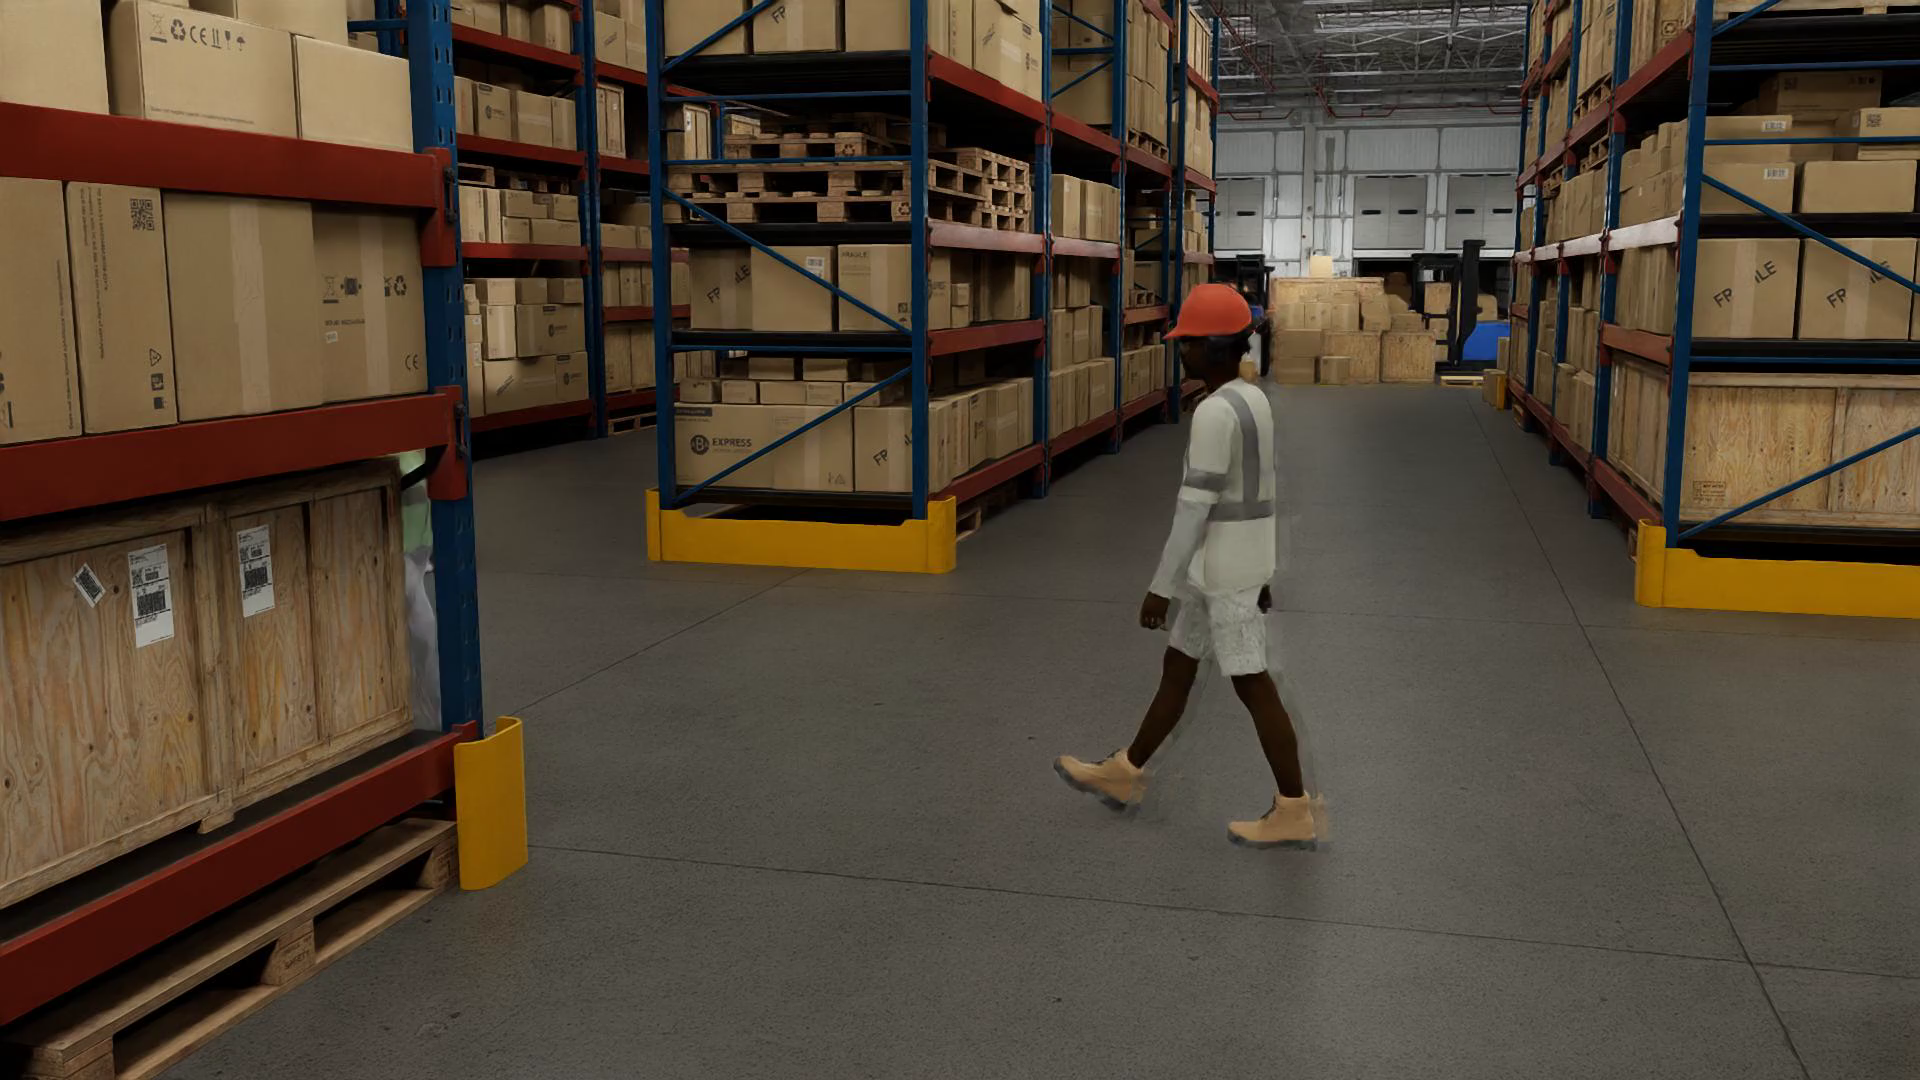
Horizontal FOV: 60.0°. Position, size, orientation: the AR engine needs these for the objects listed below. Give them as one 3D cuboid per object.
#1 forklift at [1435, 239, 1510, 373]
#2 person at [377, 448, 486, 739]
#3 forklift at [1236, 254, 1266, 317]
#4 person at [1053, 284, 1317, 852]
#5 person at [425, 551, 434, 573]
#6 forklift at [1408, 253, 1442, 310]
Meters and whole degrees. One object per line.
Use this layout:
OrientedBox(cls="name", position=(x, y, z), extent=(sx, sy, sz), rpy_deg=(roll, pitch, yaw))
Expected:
OrientedBox(cls="forklift", position=(10.790, -4.944, 35.185), extent=(1.873, 2.768, 1.129), rpy_deg=(2, 9, 15))
OrientedBox(cls="person", position=(-2.311, 0.047, 6.943), extent=(0.993, 1.791, 0.591), rpy_deg=(2, 9, 14))
OrientedBox(cls="forklift", position=(9.764, -8.224, 56.022), extent=(1.129, 2.768, 1.873), rpy_deg=(5, 10, 27))
OrientedBox(cls="person", position=(0.813, 0.099, 5.935), extent=(1.062, 1.988, 0.623), rpy_deg=(3, 9, 19))
OrientedBox(cls="person", position=(-3.858, -0.700, 11.353), extent=(0.400, 1.899, 0.636), rpy_deg=(-9, 12, -43))
OrientedBox(cls="forklift", position=(15.027, -7.866, 53.745), extent=(1.129, 2.768, 1.873), rpy_deg=(-2, 9, -13))
